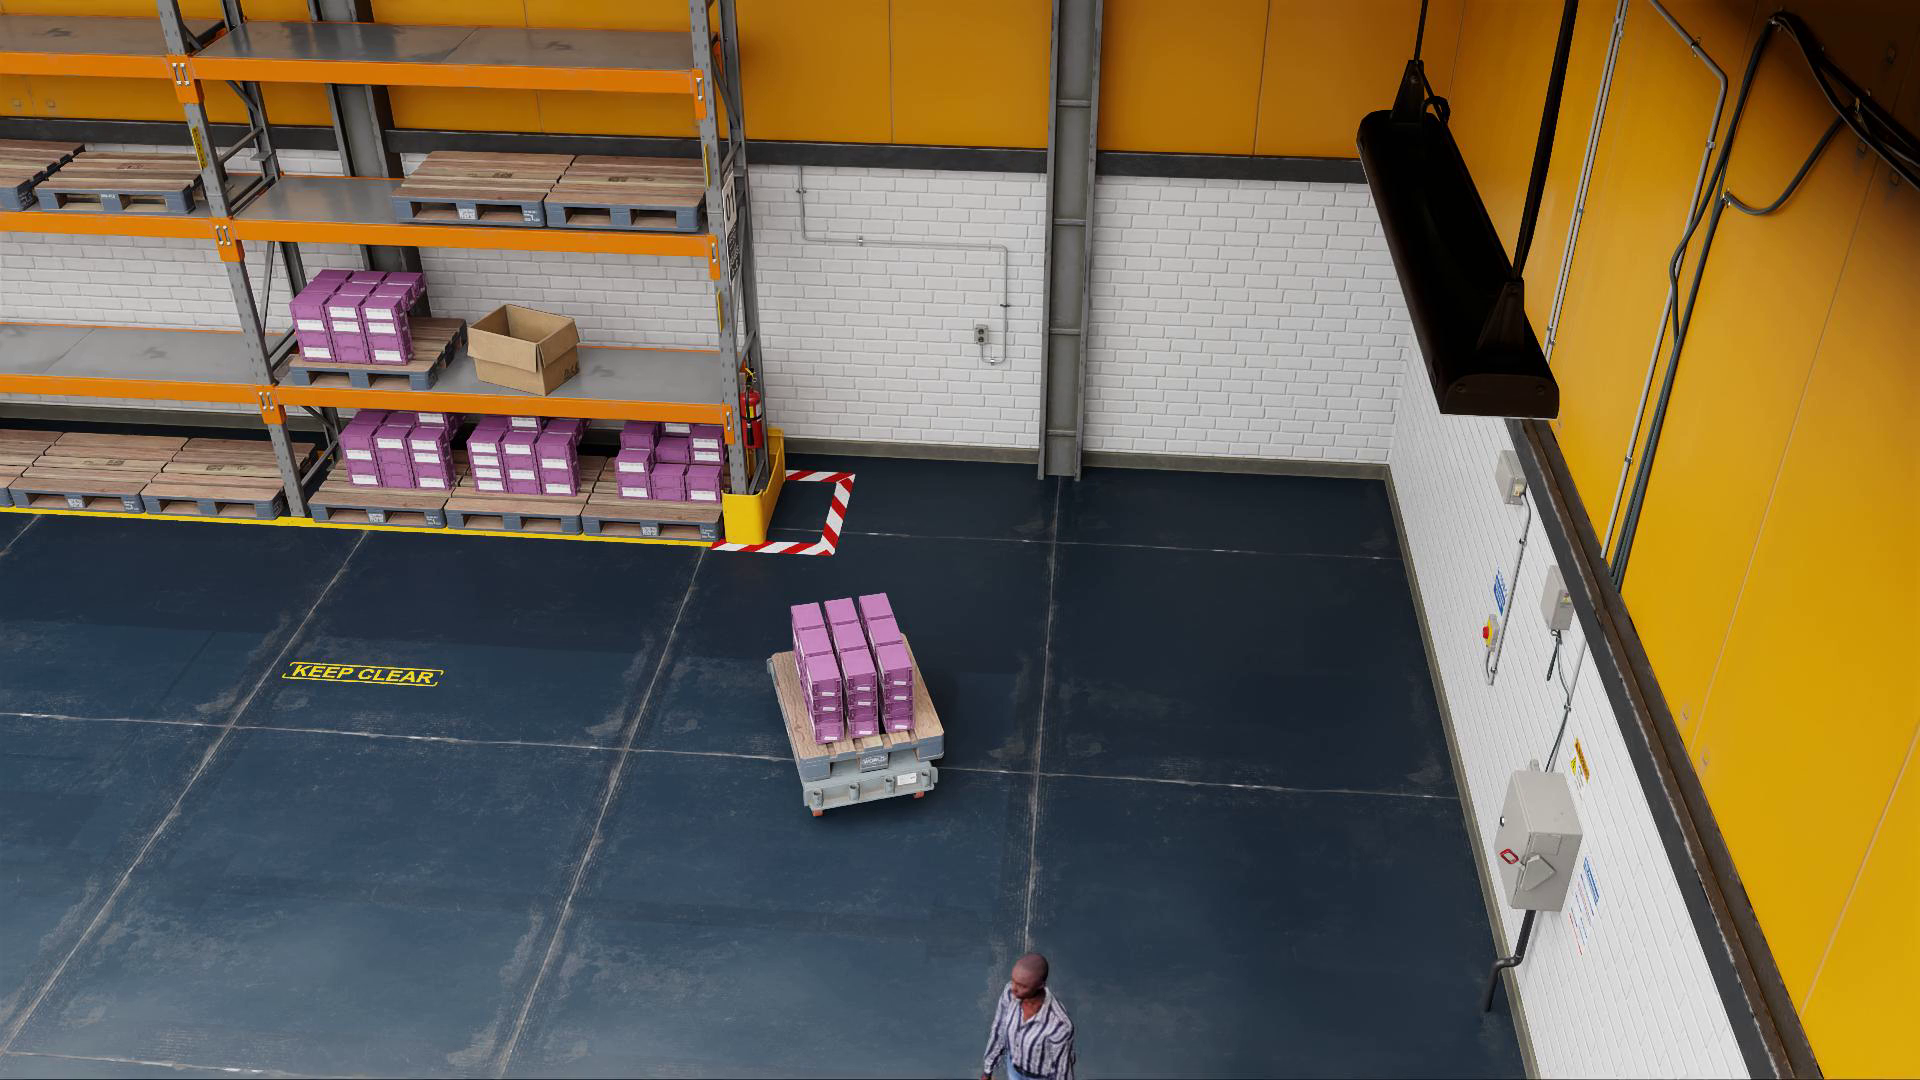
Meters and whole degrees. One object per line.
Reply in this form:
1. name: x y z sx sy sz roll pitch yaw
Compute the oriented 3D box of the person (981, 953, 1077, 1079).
1. person: 0.452 2.763 8.666 0.976 1.776 0.915 -25 41 -32
